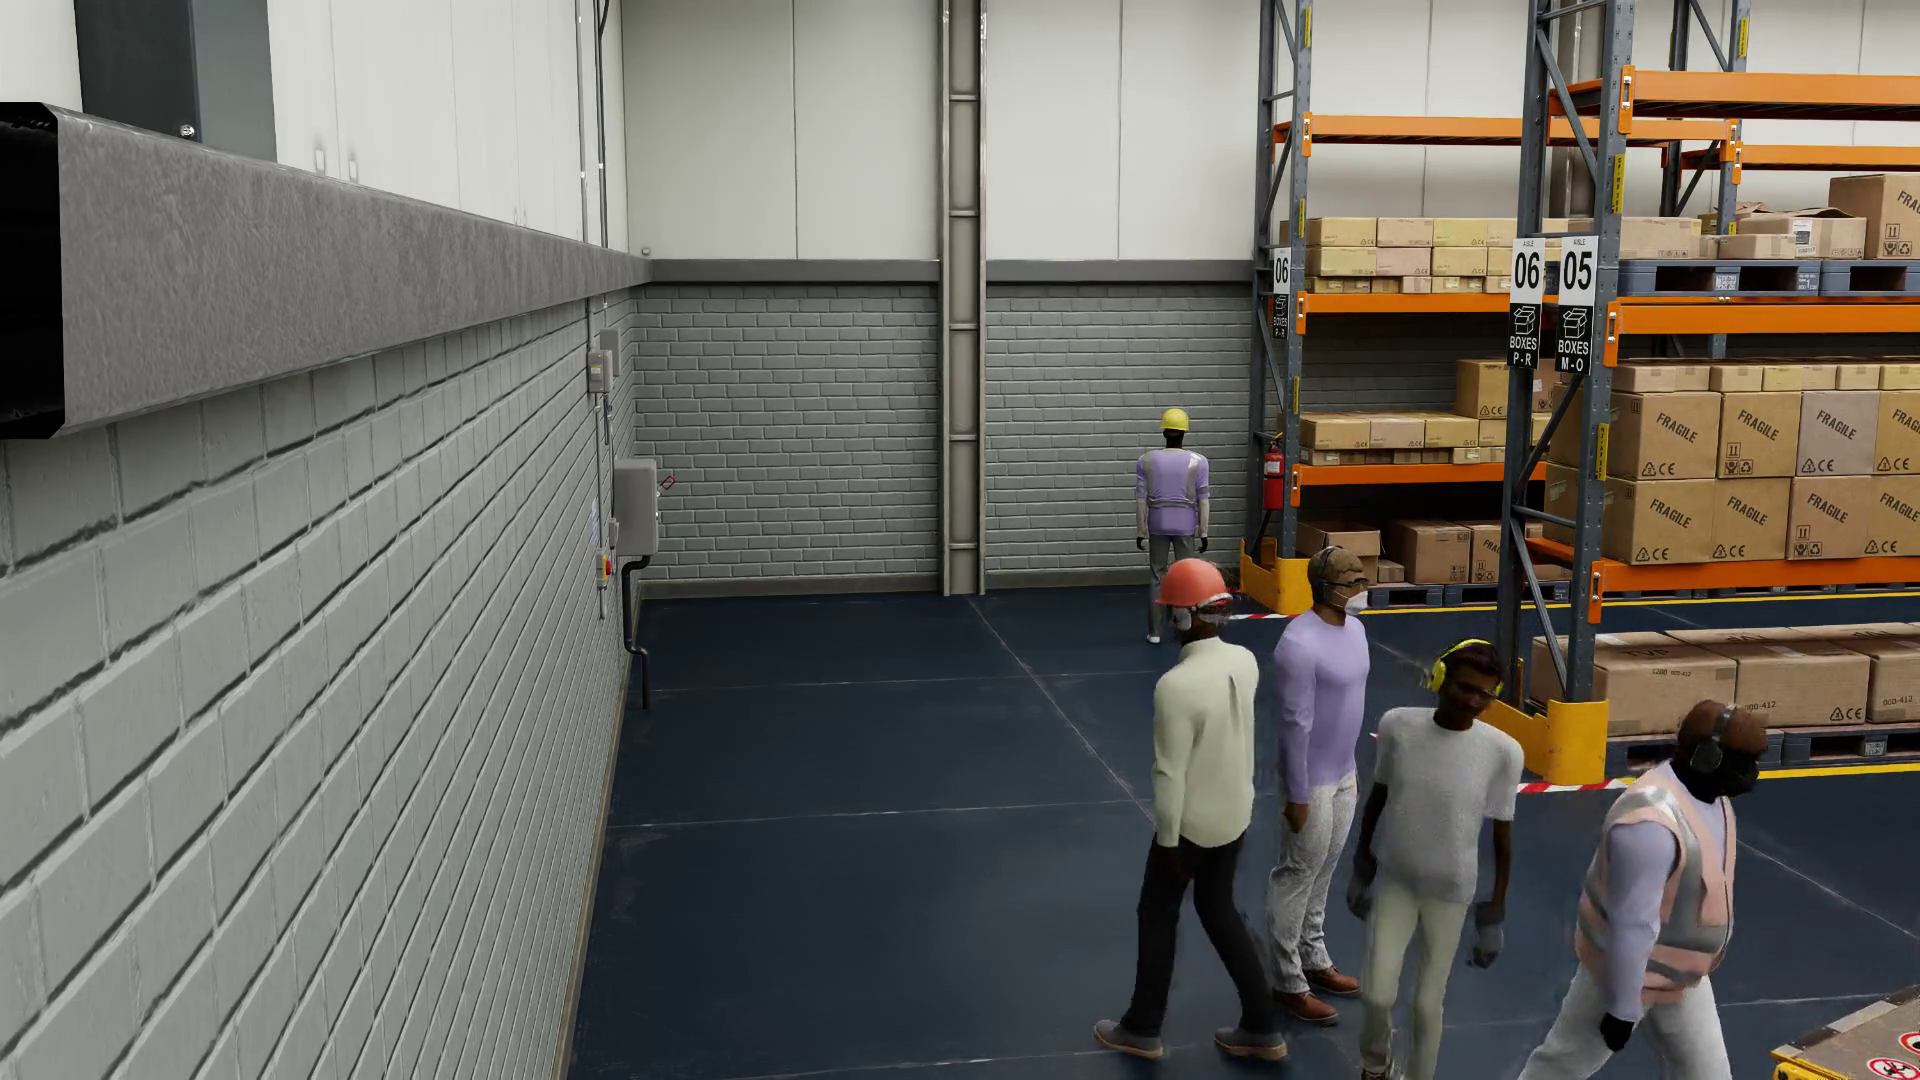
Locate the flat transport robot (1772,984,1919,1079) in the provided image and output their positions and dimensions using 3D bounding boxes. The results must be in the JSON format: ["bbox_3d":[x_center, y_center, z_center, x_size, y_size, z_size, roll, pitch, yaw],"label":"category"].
[{"bbox_3d":[3.471,1.938,5.989,1.431,0.197,0.652,-6,11,-34],"label":"flat transport robot"}]

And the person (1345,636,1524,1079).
[{"bbox_3d":[1.612,1.210,5.723,0.598,1.829,0.397,5,10,27],"label":"person"}]

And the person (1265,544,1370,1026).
[{"bbox_3d":[1.479,0.974,6.805,0.378,1.940,0.629,7,11,35],"label":"person"}]

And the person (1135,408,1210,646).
[{"bbox_3d":[1.716,-0.100,13.459,0.594,1.925,0.368,2,9,11],"label":"person"}]

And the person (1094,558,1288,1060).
[{"bbox_3d":[0.907,1.043,6.335,0.648,1.972,0.639,8,12,41],"label":"person"}]

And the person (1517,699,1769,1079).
[{"bbox_3d":[2.190,1.342,5.155,1.088,1.741,0.639,9,13,43],"label":"person"}]
